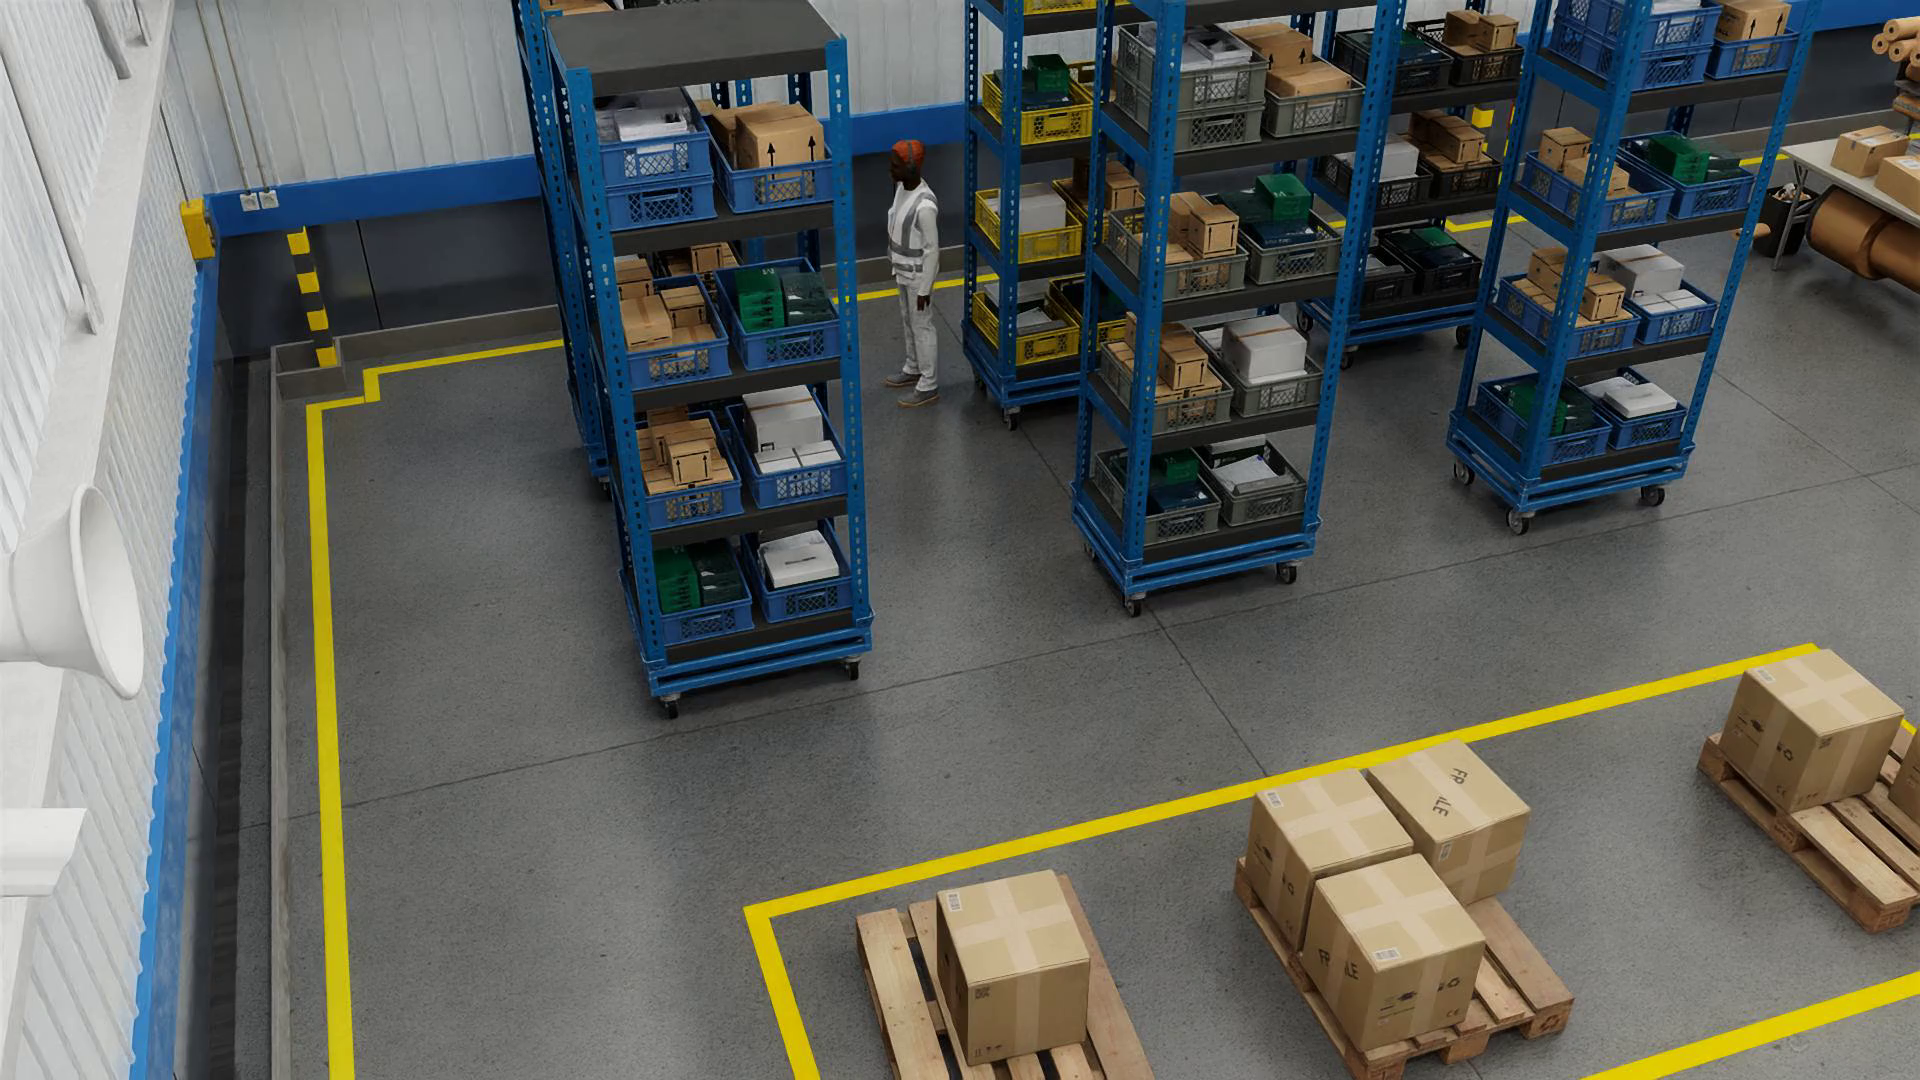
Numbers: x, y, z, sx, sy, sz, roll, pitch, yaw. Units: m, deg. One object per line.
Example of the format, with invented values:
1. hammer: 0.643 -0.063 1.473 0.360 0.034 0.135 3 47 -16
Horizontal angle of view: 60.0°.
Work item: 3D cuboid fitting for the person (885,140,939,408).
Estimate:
1. person: -0.317 -1.792 11.195 0.342 1.881 0.585 -11 37 -15
